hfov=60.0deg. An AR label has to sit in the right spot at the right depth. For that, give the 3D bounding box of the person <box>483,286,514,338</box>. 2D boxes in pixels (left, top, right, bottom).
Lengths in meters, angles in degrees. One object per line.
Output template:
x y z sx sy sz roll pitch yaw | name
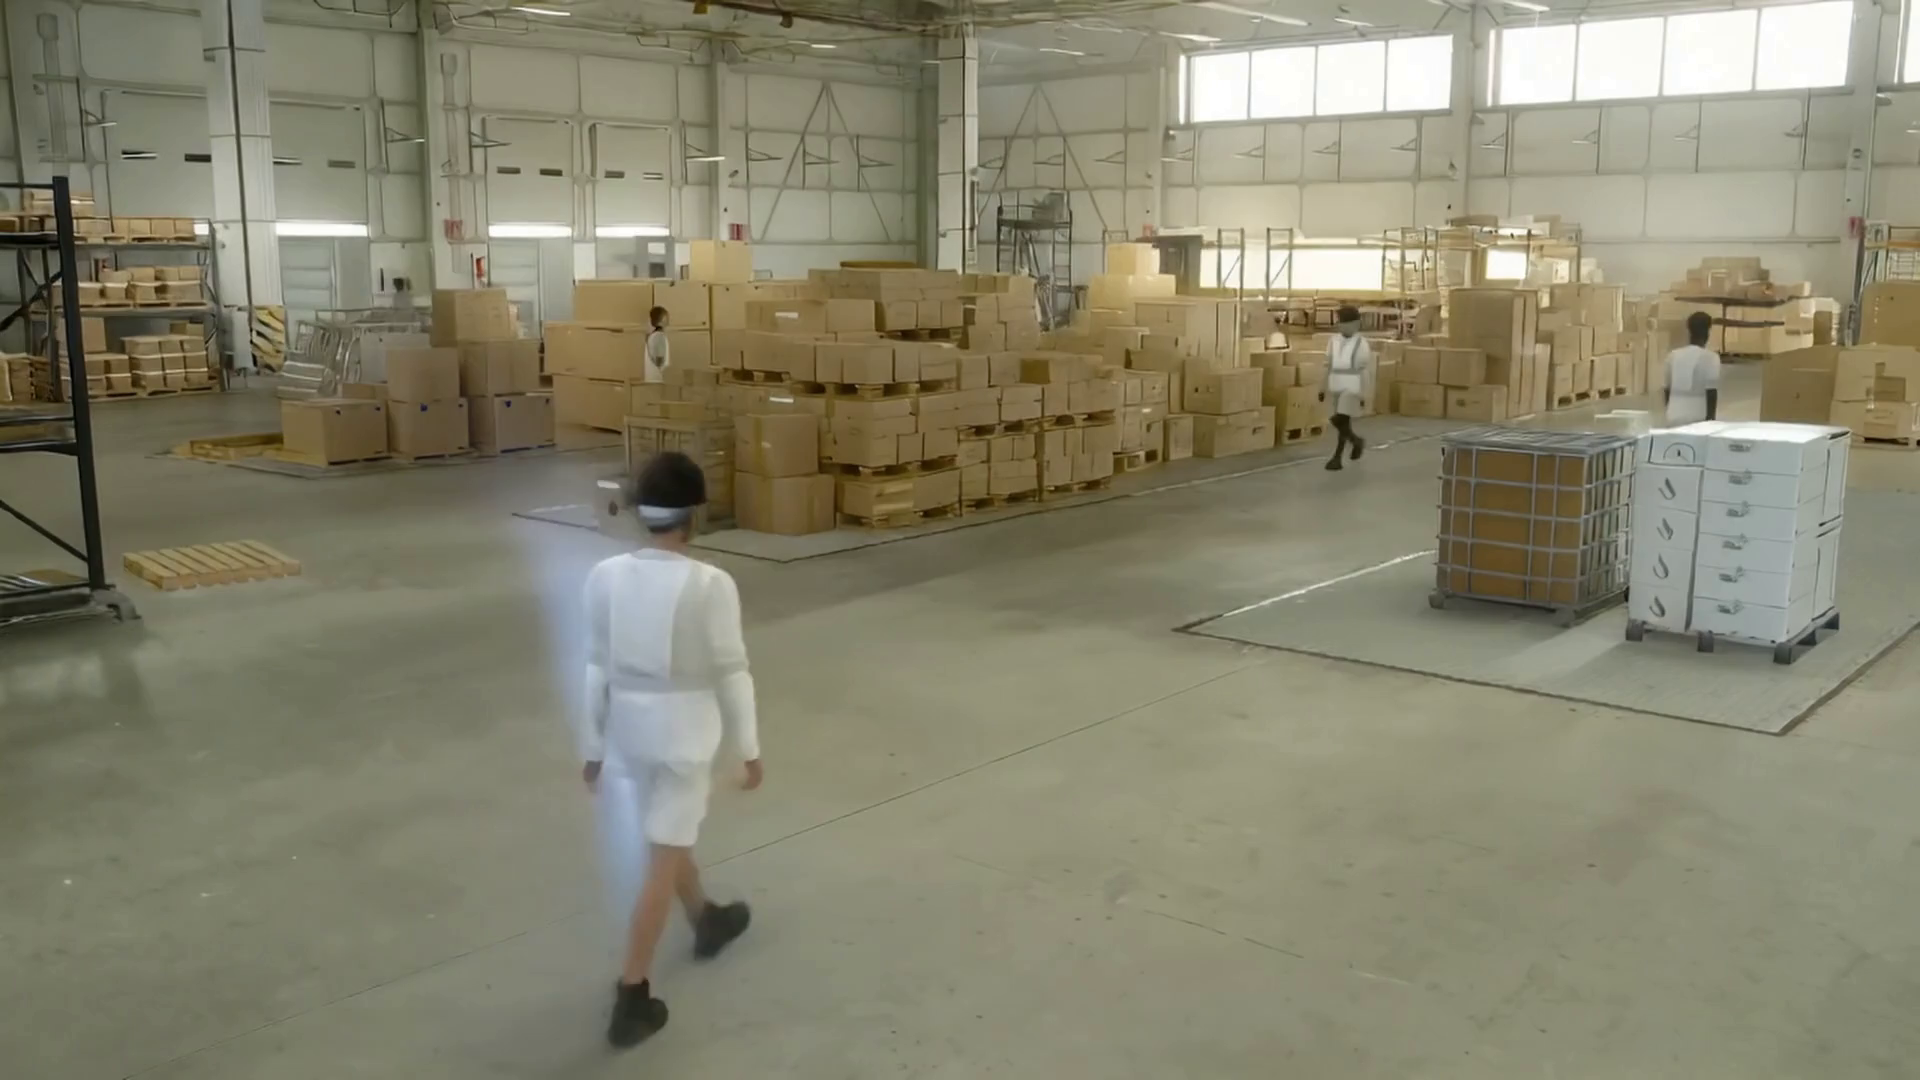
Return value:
-7.815 -3.284 27.836 0.661 1.915 0.494 -1 10 -8 | person

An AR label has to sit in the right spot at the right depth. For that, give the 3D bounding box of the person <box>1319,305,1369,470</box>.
4.511 -1.780 19.315 0.795 1.910 0.554 -10 14 -44 | person

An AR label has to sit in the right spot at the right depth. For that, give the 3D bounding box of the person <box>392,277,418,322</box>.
-11.946 -4.699 35.881 0.639 1.918 0.656 -9 13 -42 | person

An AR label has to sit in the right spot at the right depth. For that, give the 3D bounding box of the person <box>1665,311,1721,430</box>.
7.003 -1.190 15.815 0.620 1.943 0.650 -5 11 -25 | person

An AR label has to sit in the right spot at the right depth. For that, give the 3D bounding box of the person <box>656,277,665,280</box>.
-7.072 -5.247 39.141 0.434 1.868 0.614 6 11 30 | person

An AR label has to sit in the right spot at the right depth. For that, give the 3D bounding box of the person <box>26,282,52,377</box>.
-17.727 -4.027 32.109 0.548 1.905 0.568 2 10 9 | person

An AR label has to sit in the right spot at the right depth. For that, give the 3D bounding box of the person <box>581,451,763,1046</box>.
-0.961 0.648 5.570 0.562 1.883 1.013 4 11 23 | person

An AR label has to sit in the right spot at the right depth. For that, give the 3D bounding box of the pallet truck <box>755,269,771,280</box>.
-4.996 -6.432 45.525 1.885 1.965 0.823 -6 12 -32 | pallet truck

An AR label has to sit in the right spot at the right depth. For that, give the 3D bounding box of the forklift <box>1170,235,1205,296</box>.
5.115 -5.466 37.513 1.873 2.768 1.129 8 13 40 | forklift

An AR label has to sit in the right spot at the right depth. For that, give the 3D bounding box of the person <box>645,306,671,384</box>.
-3.700 -1.939 20.433 0.328 1.839 0.536 -4 11 -21 | person

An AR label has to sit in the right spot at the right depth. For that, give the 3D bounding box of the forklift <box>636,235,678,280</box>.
-6.681 -5.358 36.900 1.873 2.768 1.129 8 13 40 | forklift
